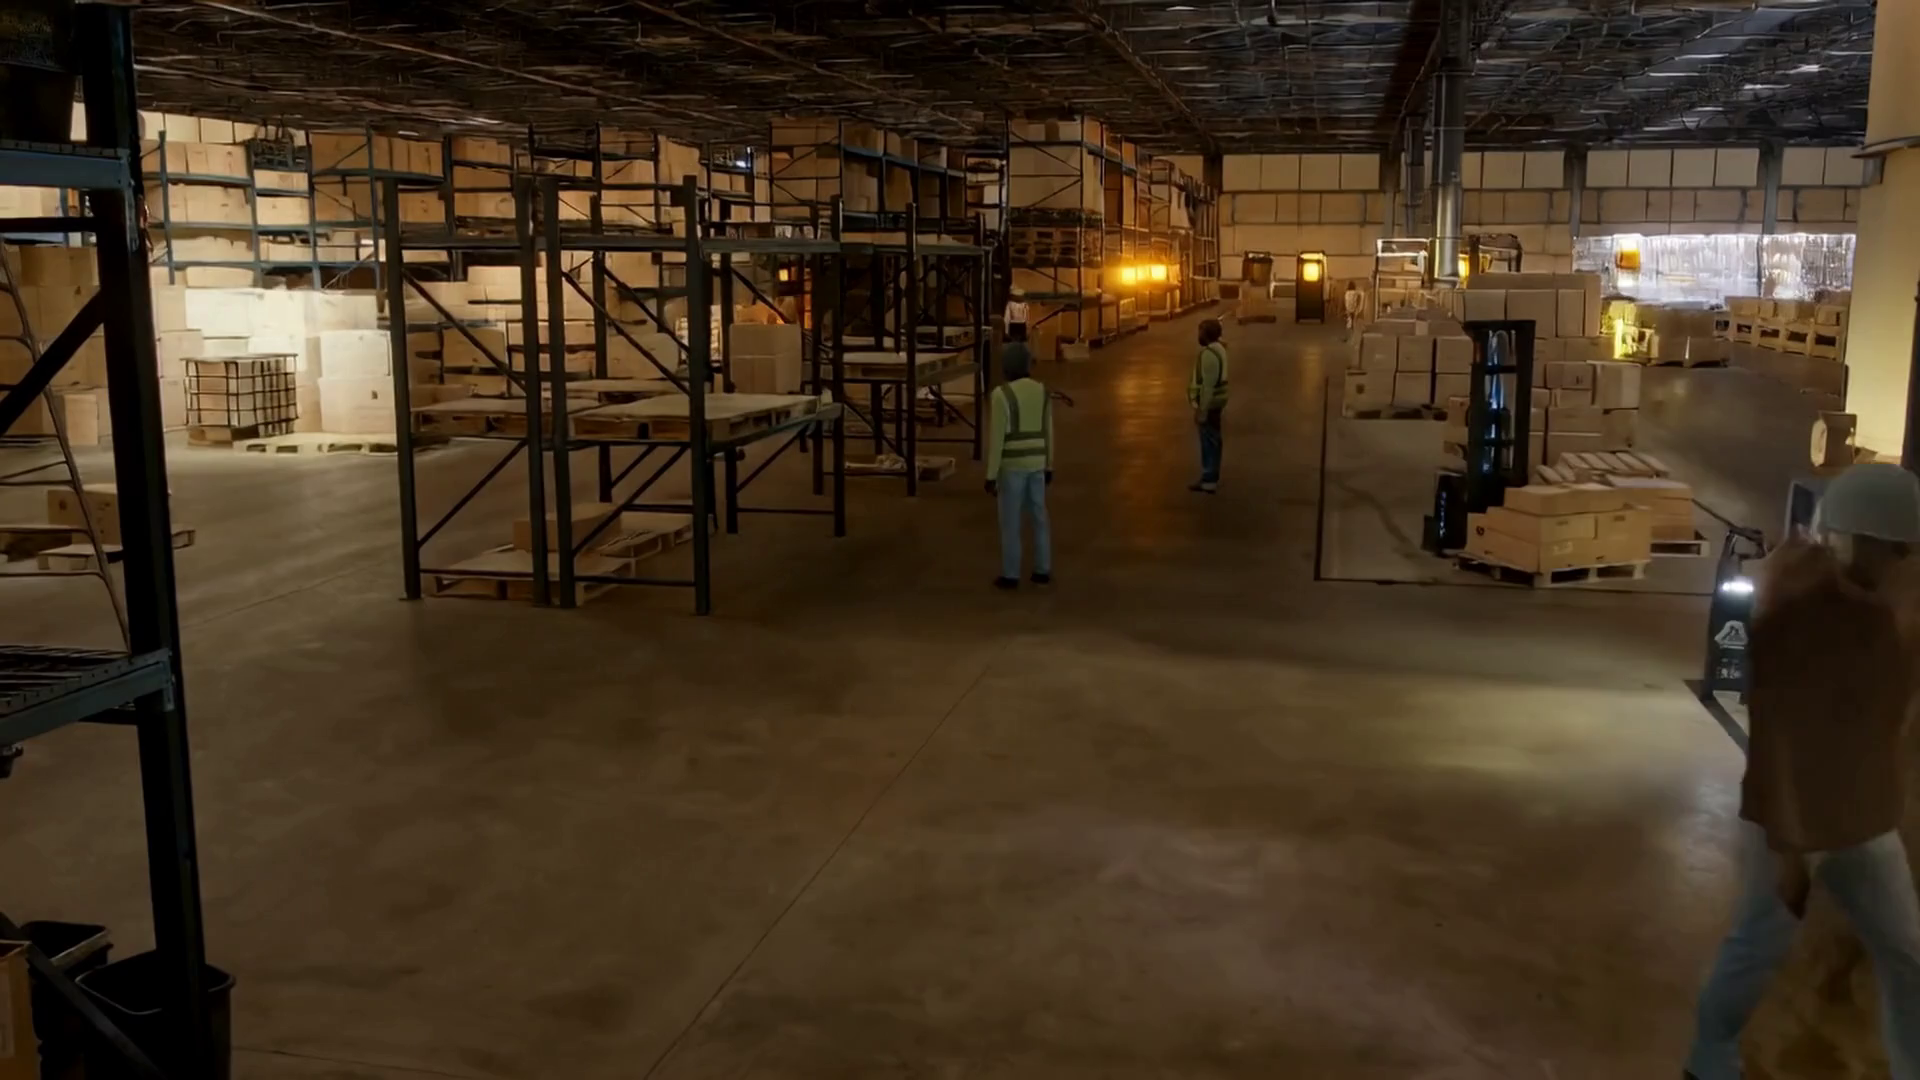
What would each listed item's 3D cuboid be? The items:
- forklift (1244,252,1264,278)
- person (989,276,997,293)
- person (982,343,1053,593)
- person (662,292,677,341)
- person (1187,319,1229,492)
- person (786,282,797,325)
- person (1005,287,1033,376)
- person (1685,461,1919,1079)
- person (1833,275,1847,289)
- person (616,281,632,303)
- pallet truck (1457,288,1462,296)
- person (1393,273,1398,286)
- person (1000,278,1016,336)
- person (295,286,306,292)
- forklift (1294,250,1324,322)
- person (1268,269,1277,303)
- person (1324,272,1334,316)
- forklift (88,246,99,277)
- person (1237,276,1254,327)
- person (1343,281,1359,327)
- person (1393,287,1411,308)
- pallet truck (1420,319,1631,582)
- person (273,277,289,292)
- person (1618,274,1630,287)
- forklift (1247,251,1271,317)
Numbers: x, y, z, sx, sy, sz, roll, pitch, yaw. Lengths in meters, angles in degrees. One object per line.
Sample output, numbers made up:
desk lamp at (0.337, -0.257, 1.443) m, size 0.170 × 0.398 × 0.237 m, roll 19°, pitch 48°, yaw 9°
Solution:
forklift at (14.460, -12.804, 82.024) m, size 1.129 × 2.768 × 1.873 m, roll 2°, pitch 10°, yaw 12°
person at (1.804, -13.193, 87.561) m, size 0.596 × 1.795 × 0.910 m, roll 2°, pitch 10°, yaw 10°
person at (0.482, -0.532, 12.423) m, size 0.687 × 1.864 × 0.352 m, roll -7°, pitch 12°, yaw -37°
person at (-7.044, -5.144, 40.184) m, size 0.460 × 1.680 × 0.559 m, roll 4°, pitch 10°, yaw 20°
person at (2.640, -1.430, 17.746) m, size 0.429 × 1.844 × 0.626 m, roll 3°, pitch 10°, yaw 18°
person at (-4.197, -5.480, 41.507) m, size 0.943 × 1.926 × 0.614 m, roll 1°, pitch 10°, yaw 8°
person at (1.260, -4.448, 35.498) m, size 0.562 × 1.889 × 0.986 m, roll -3°, pitch 10°, yaw -17°
person at (2.398, 0.773, 4.397) m, size 0.644 × 1.938 × 0.987 m, roll -4°, pitch 10°, yaw -22°
person at (39.250, -10.931, 74.180) m, size 0.628 × 1.788 × 0.577 m, roll 1°, pitch 10°, yaw 4°
person at (-9.076, -5.992, 44.645) m, size 0.643 × 1.900 × 0.704 m, roll 3°, pitch 10°, yaw 17°
pallet truck at (20.506, -9.785, 68.819) m, size 0.653 × 1.274 × 1.630 m, roll 2°, pitch 10°, yaw 12°
person at (23.073, -13.282, 88.256) m, size 0.485 × 1.735 × 0.346 m, roll -7°, pitch 12°, yaw -36°
person at (1.537, -7.232, 51.924) m, size 0.401 × 1.905 × 0.642 m, roll -7°, pitch 12°, yaw -37°
person at (-15.041, -4.898, 38.204) m, size 0.976 × 1.878 × 0.603 m, roll -3°, pitch 10°, yaw -16°
forklift at (13.778, -10.002, 65.433) m, size 1.129 × 2.768 × 1.873 m, roll 2°, pitch 10°, yaw 12°
person at (17.389, -14.242, 93.431) m, size 0.881 × 1.915 × 0.551 m, roll 4°, pitch 10°, yaw 21°
person at (16.132, -10.811, 73.113) m, size 0.614 × 1.911 × 0.977 m, roll -1°, pitch 10°, yaw -4°
forklift at (-22.916, -6.455, 44.428) m, size 1.873 × 2.768 × 1.129 m, roll -3°, pitch 10°, yaw -17°
person at (10.449, -8.739, 60.939) m, size 0.650 × 1.875 × 0.924 m, roll -4°, pitch 10°, yaw -22°
person at (14.253, -8.611, 60.724) m, size 0.557 × 1.671 × 0.656 m, roll 3°, pitch 10°, yaw 17°
person at (12.497, -6.321, 47.131) m, size 0.535 × 1.700 × 0.318 m, roll 6°, pitch 11°, yaw 32°
pallet truck at (4.543, -0.757, 13.299) m, size 0.823 × 1.965 × 1.885 m, roll -4°, pitch 10°, yaw -22°
person at (-20.791, -7.076, 50.926) m, size 0.619 × 1.940 × 1.056 m, roll 3°, pitch 10°, yaw 15°
person at (28.844, -10.645, 72.323) m, size 0.565 × 1.837 × 0.401 m, roll -1°, pitch 10°, yaw -7°
forklift at (12.309, -10.561, 68.745) m, size 1.129 × 2.768 × 1.873 m, roll 2°, pitch 10°, yaw 12°
